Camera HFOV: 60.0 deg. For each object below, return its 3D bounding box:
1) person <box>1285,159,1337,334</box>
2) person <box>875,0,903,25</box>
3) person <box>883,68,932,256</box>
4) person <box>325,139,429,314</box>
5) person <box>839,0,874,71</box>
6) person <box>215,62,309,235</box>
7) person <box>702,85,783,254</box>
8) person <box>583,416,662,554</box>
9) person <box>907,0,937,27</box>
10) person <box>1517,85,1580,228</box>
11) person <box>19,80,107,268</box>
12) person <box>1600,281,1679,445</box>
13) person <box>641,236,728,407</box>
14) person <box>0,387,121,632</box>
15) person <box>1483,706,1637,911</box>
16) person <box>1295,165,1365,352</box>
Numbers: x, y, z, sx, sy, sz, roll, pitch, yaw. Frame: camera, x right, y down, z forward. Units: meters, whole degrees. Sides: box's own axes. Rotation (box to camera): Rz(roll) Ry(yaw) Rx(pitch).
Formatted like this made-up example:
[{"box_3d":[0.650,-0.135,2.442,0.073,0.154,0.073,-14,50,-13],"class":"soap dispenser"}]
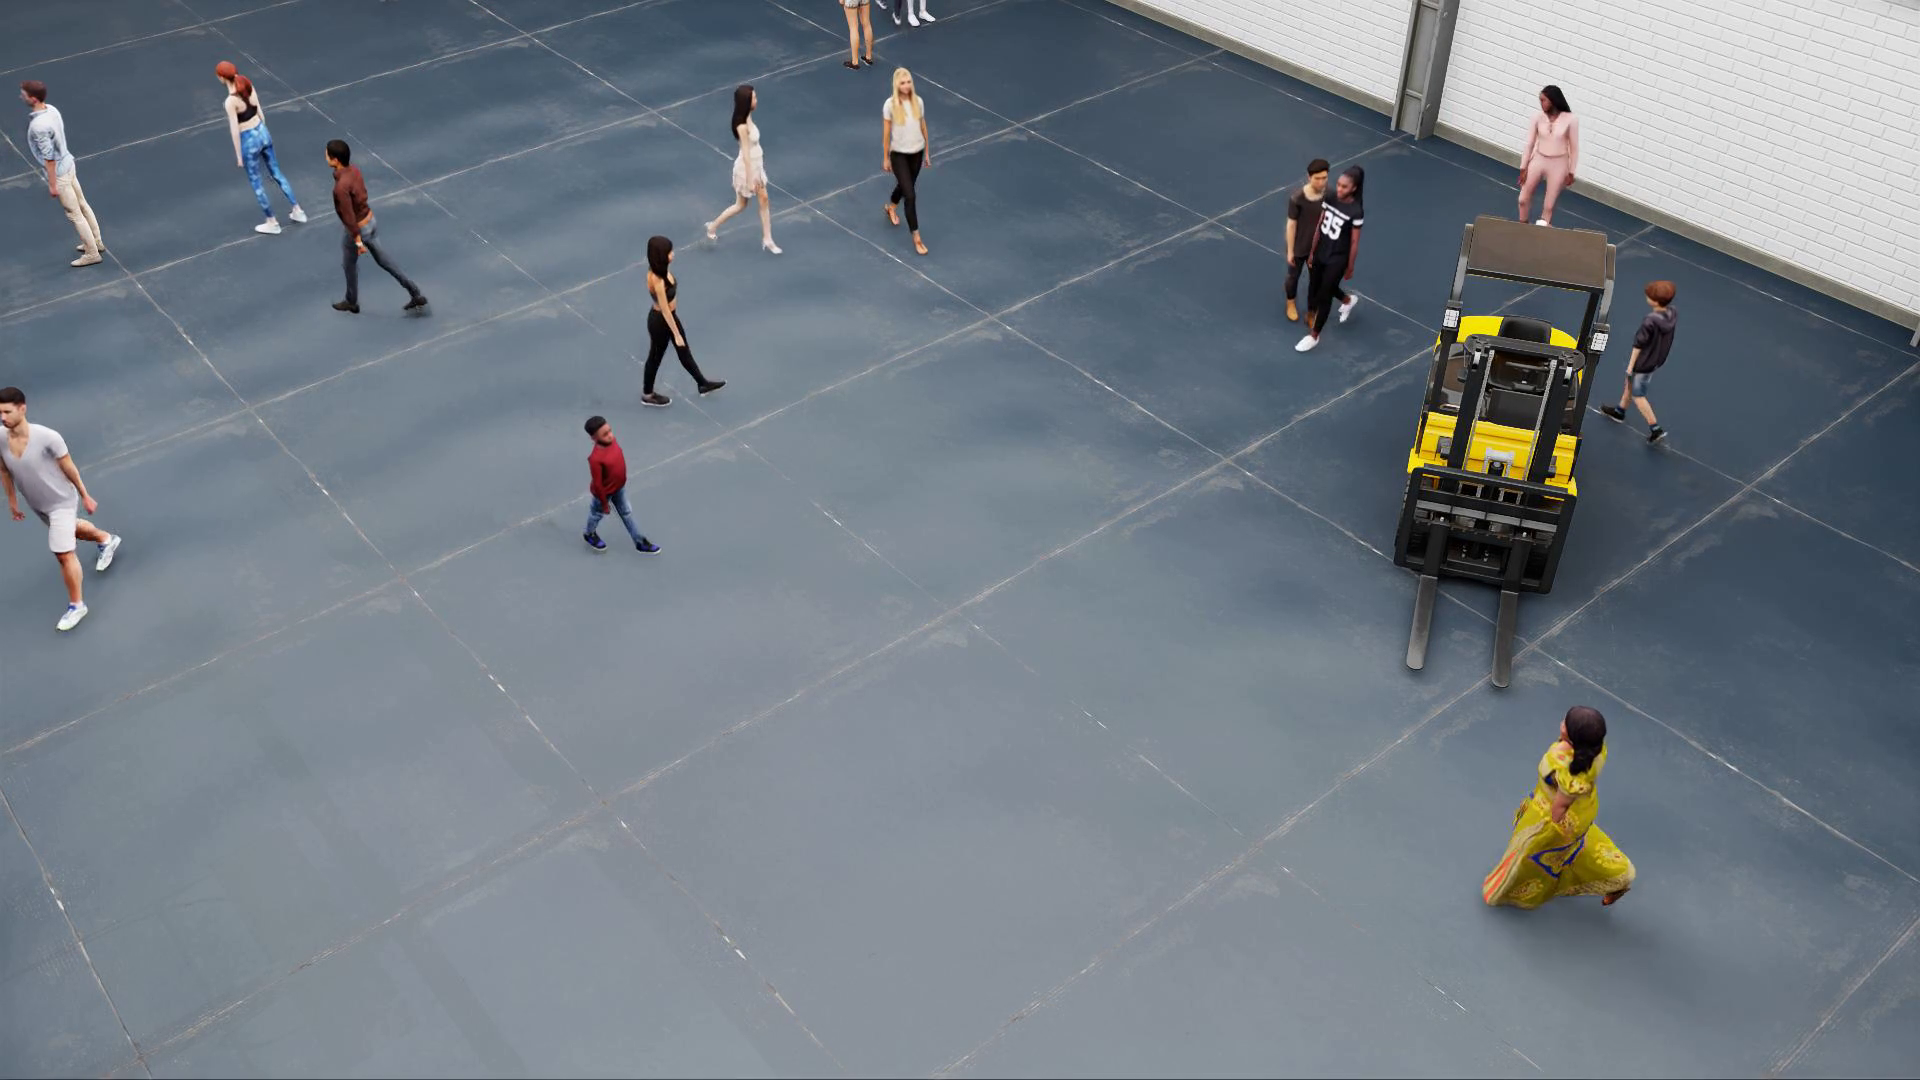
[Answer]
[{"box_3d":[3.149,-2.752,15.143,0.868,1.686,0.958,-4,39,-5],"class":"person"},{"box_3d":[-0.845,-7.381,20.869,0.970,1.772,1.138,-7,39,-9],"class":"person"},{"box_3d":[-0.571,-3.783,16.351,0.751,1.789,1.190,-20,43,-24],"class":"person"},{"box_3d":[-5.377,-2.821,15.185,1.208,1.741,1.131,4,39,5],"class":"person"},{"box_3d":[-1.222,-6.527,19.741,0.595,1.846,0.521,-27,46,-29],"class":"person"},{"box_3d":[-6.984,-3.887,16.501,0.804,1.774,0.788,15,41,18],"class":"person"},{"box_3d":[-2.147,-3.543,16.118,1.069,1.704,1.021,4,39,4],"class":"person"},{"box_3d":[-2.721,-0.407,12.568,0.950,1.234,0.760,15,41,17],"class":"person"},{"box_3d":[-0.511,-7.361,20.900,0.569,1.702,0.545,-25,45,-28],"class":"person"},{"box_3d":[5.772,-3.589,16.183,0.662,1.695,0.863,9,39,11],"class":"person"},{"box_3d":[-8.650,-3.543,16.003,0.791,1.848,0.669,-7,39,-8],"class":"person"},{"box_3d":[5.715,-1.453,13.726,0.593,1.424,0.945,-22,44,-26],"class":"person"},{"box_3d":[-2.590,-1.820,14.032,0.988,1.615,0.996,-2,39,-3],"class":"person"},{"box_3d":[-6.526,-0.355,12.040,1.254,1.812,1.275,5,39,7],"class":"person"},{"box_3d":[3.593,1.618,9.716,1.126,1.639,0.938,22,43,25],"class":"person"},{"box_3d":[3.379,-2.535,14.848,0.731,1.714,0.976,-24,45,-27],"class":"person"}]
